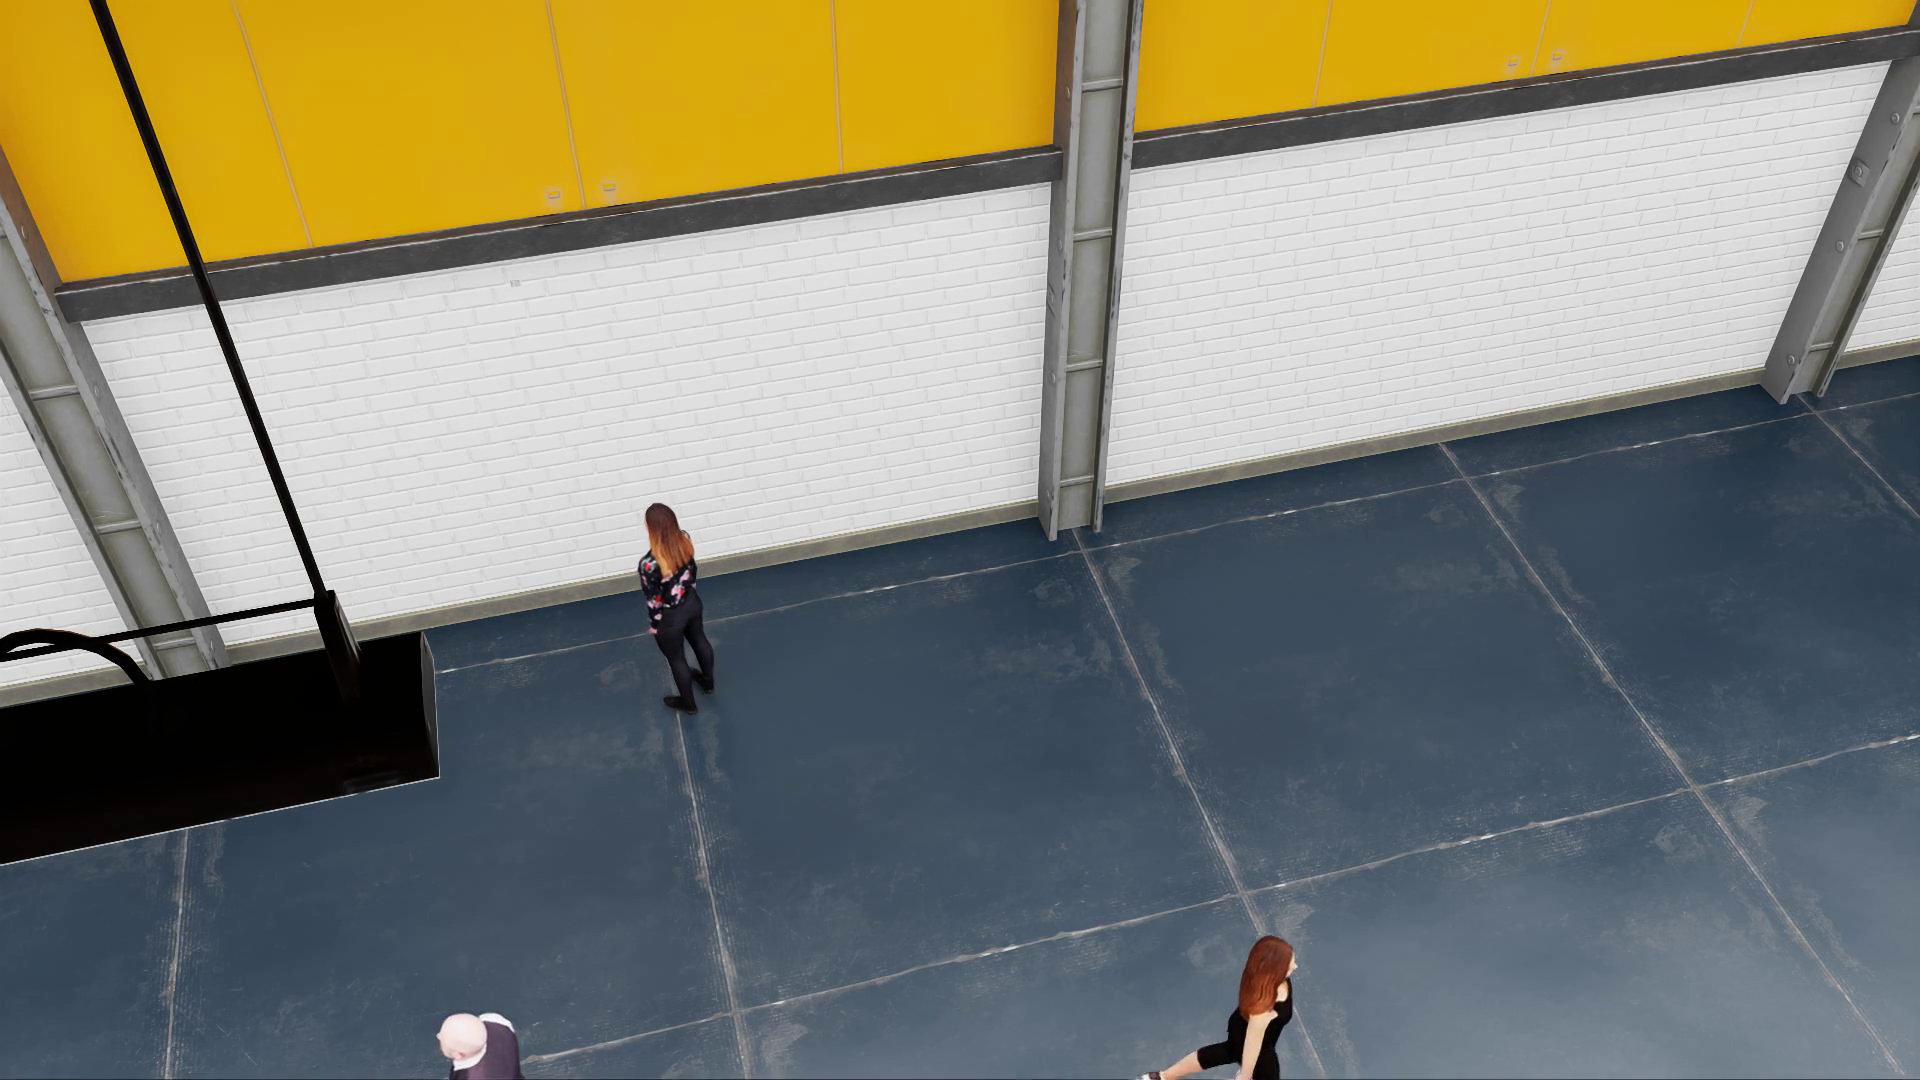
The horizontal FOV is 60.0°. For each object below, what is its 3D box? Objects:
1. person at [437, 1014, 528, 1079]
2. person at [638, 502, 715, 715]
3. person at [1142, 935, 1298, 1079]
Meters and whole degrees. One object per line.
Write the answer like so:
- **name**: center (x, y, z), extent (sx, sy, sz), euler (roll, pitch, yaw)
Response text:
- **person**: center (-2.129, 2.719, 7.744), extent (0.688, 1.822, 0.744), euler (0, 44, 0)
- **person**: center (-1.748, 0.418, 10.261), extent (0.710, 1.683, 0.637), euler (25, 49, 24)
- **person**: center (1.346, 2.420, 8.144), extent (1.144, 1.704, 0.845), euler (5, 44, 5)
